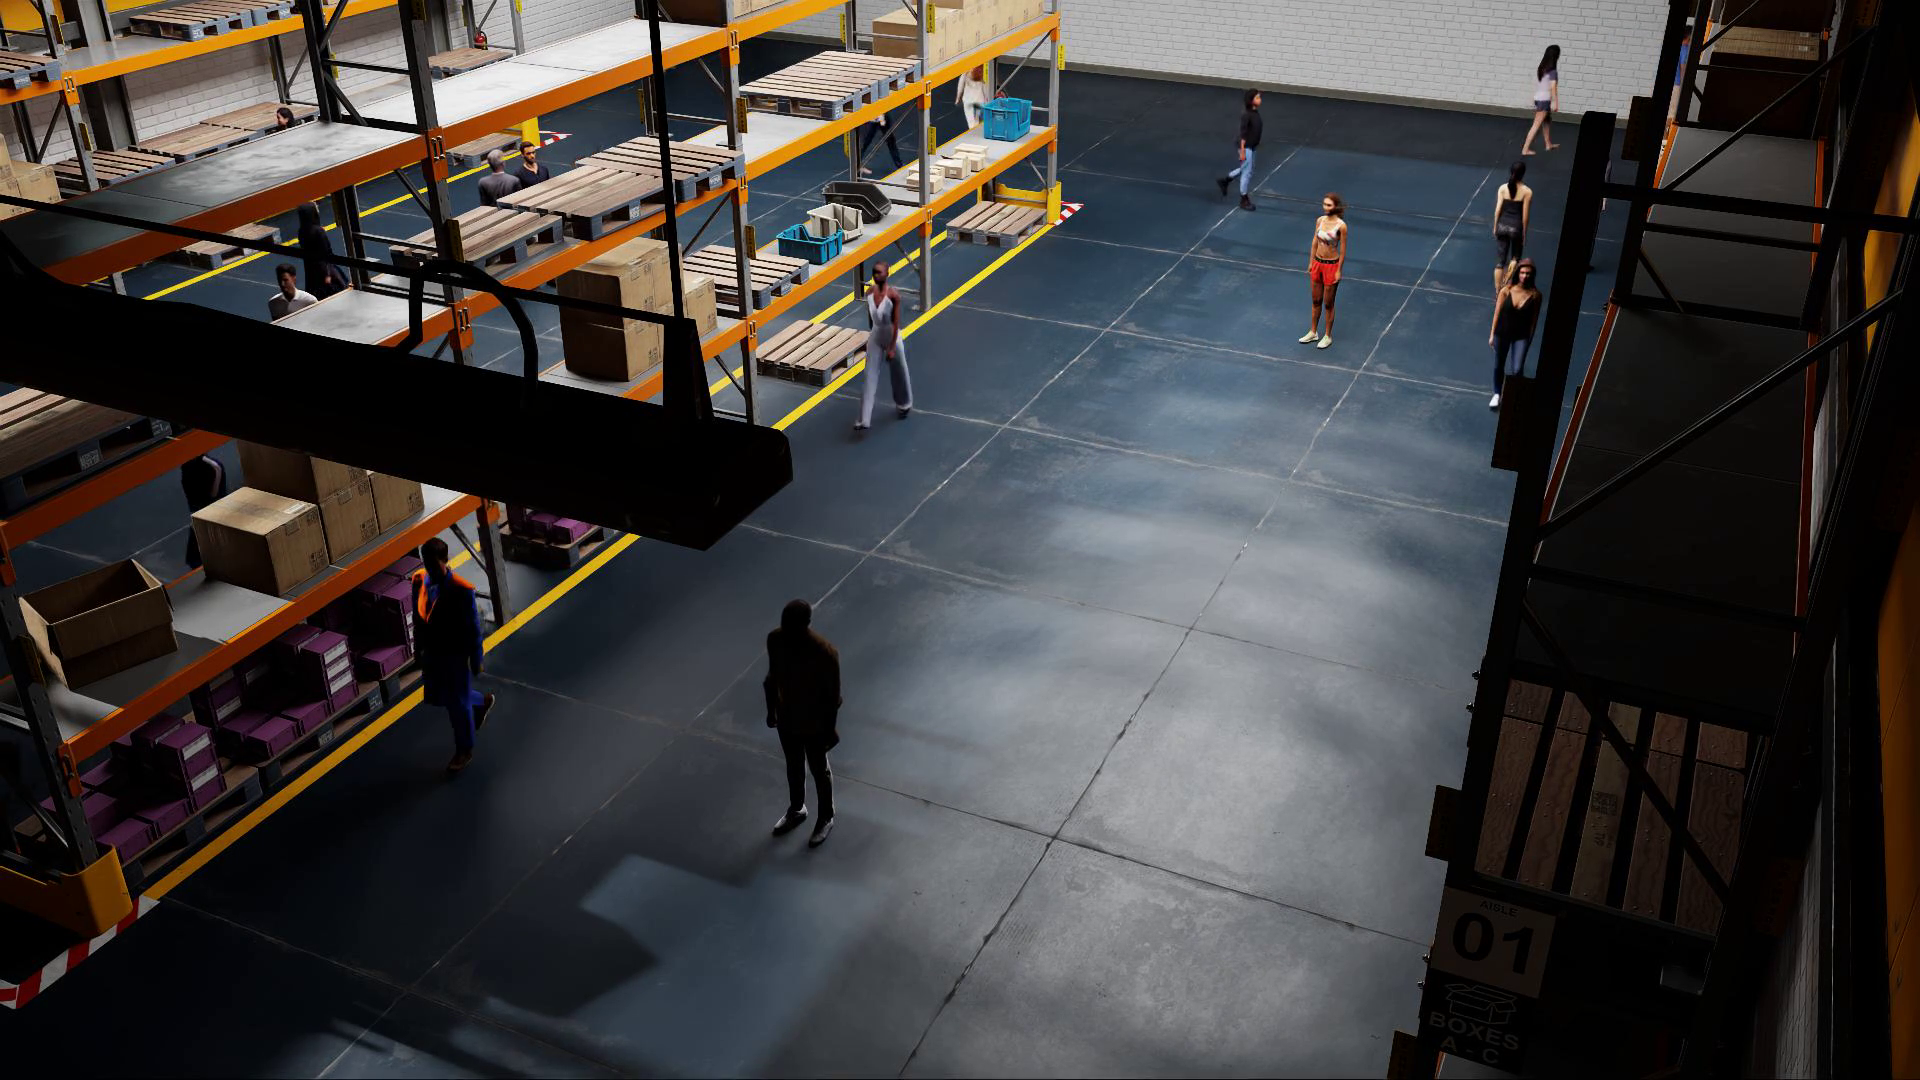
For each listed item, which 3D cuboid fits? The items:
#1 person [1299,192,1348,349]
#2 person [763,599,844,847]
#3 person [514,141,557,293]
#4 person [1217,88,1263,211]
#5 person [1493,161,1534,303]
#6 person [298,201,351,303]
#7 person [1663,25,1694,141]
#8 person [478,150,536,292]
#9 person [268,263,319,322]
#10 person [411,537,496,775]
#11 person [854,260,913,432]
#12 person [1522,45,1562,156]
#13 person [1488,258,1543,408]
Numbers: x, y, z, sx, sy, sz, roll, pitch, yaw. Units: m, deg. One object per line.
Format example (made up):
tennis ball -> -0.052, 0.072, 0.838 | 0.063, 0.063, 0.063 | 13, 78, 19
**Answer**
person -> 4.149, -3.061, 18.816 | 0.653, 1.789, 0.658 | -24, 37, -37
person -> -1.033, 1.176, 11.010 | 0.749, 1.825, 0.589 | 16, 32, 27
person -> -5.210, -3.989, 20.445 | 0.592, 1.859, 0.764 | -25, 37, -38
person -> 3.955, -5.500, 23.401 | 0.720, 1.680, 0.868 | 18, 33, 29
person -> 6.596, -3.687, 20.033 | 0.620, 1.723, 0.634 | 18, 33, 30
person -> -7.392, -3.074, 19.040 | 0.784, 1.598, 1.142 | 21, 35, 33
person -> 11.324, -7.200, 26.328 | 0.788, 1.862, 0.645 | 0, 29, 0
person -> -5.492, -3.811, 20.142 | 0.813, 1.836, 0.814 | -3, 29, -6
person -> -6.541, -1.870, 16.557 | 0.739, 1.860, 0.683 | 3, 29, 5
person -> -3.559, 0.757, 11.759 | 0.728, 1.844, 0.881 | 11, 30, 19
person -> -0.694, -1.990, 16.919 | 0.666, 1.726, 1.157 | 15, 32, 25
person -> 8.969, -6.801, 25.785 | 0.968, 1.681, 0.974 | -5, 29, -9
person -> 5.709, -2.119, 17.199 | 0.592, 1.685, 0.974 | 12, 31, 22
